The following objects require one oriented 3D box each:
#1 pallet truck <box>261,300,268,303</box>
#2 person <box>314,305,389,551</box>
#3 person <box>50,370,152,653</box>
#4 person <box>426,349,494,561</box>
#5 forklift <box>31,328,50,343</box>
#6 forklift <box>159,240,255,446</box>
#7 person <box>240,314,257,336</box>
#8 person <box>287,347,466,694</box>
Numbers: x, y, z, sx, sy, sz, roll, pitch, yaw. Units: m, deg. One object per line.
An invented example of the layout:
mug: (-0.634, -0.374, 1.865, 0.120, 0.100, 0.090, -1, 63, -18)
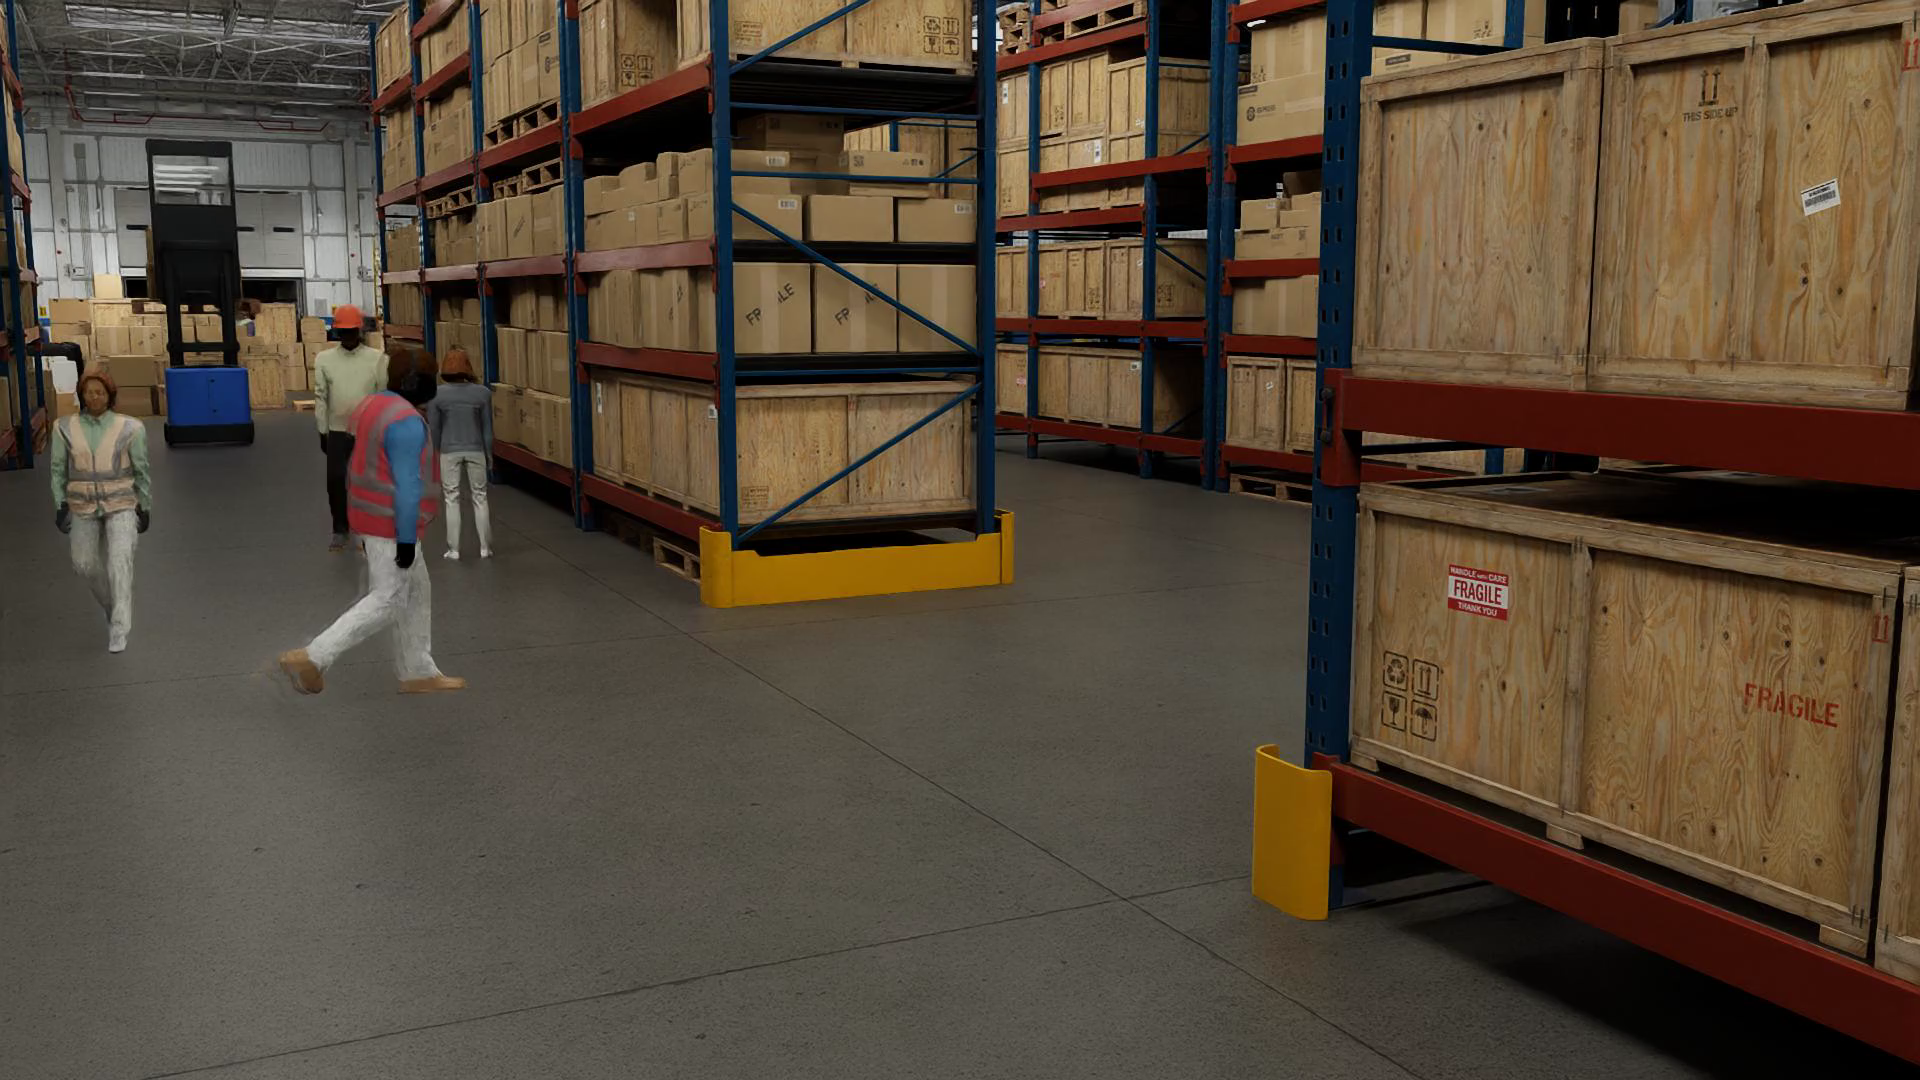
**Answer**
pallet truck: (-23.913, -7.404, 58.171, 1.885, 1.965, 0.823, -1, 8, -9)
person: (-4.825, -0.874, 13.240, 0.619, 1.975, 0.596, -2, 8, -11)
person: (-4.953, -0.181, 9.648, 0.526, 1.621, 0.562, -2, 8, -13)
person: (-3.859, -0.652, 12.865, 0.501, 1.631, 0.285, -3, 9, -23)
forklift: (-28.778, -6.719, 50.422, 1.873, 2.768, 1.129, -3, 9, -19)
forklift: (-10.555, -2.769, 23.185, 1.129, 2.768, 1.873, -4, 9, -26)
person: (-14.619, -3.926, 34.516, 0.772, 1.893, 0.635, -7, 11, -41)
person: (-2.929, -0.061, 8.281, 0.792, 1.800, 0.638, -4, 9, -28)
